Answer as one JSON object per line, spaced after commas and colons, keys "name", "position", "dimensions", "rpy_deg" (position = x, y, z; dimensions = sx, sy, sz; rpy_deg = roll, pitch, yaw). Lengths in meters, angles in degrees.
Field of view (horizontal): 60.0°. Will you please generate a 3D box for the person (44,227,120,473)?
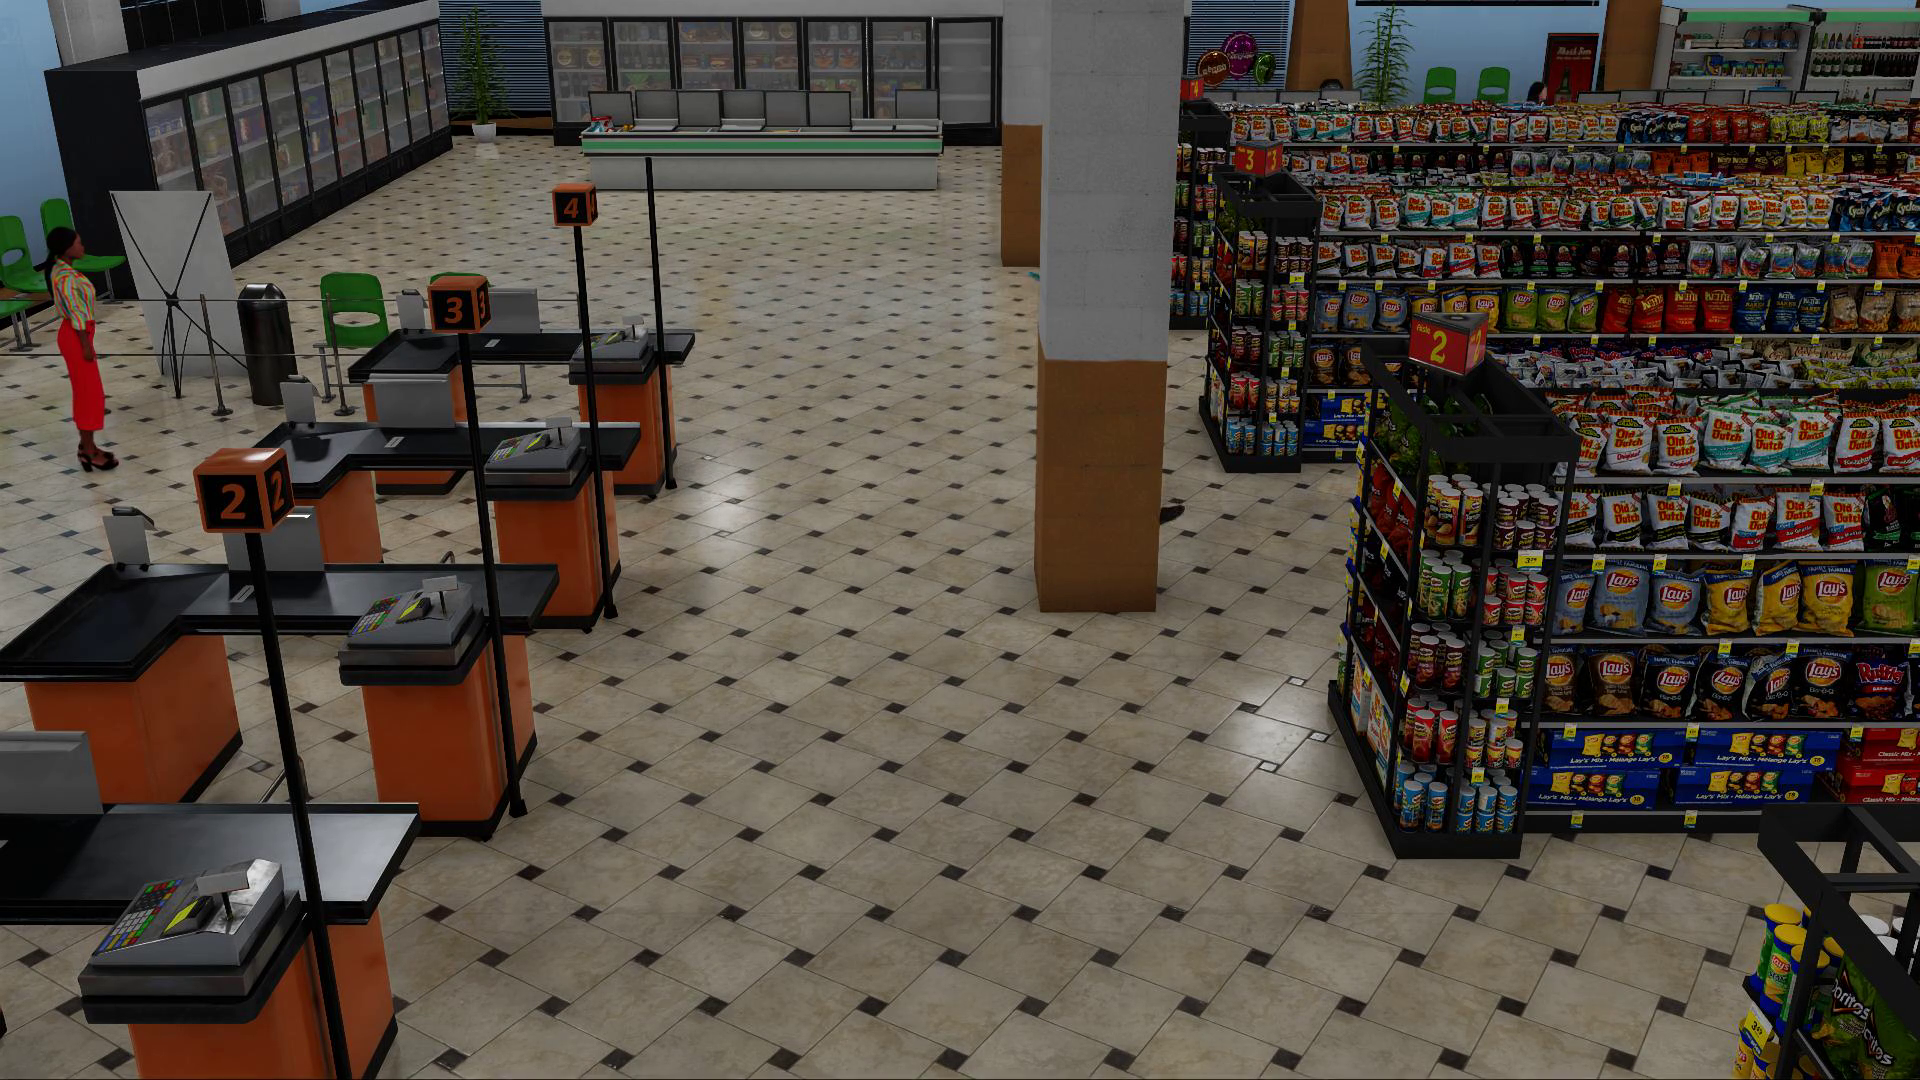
{"name": "person", "position": [-6.409, -1.384, 12.082], "dimensions": [0.708, 1.791, 0.679], "rpy_deg": [-14, 26, -32]}
